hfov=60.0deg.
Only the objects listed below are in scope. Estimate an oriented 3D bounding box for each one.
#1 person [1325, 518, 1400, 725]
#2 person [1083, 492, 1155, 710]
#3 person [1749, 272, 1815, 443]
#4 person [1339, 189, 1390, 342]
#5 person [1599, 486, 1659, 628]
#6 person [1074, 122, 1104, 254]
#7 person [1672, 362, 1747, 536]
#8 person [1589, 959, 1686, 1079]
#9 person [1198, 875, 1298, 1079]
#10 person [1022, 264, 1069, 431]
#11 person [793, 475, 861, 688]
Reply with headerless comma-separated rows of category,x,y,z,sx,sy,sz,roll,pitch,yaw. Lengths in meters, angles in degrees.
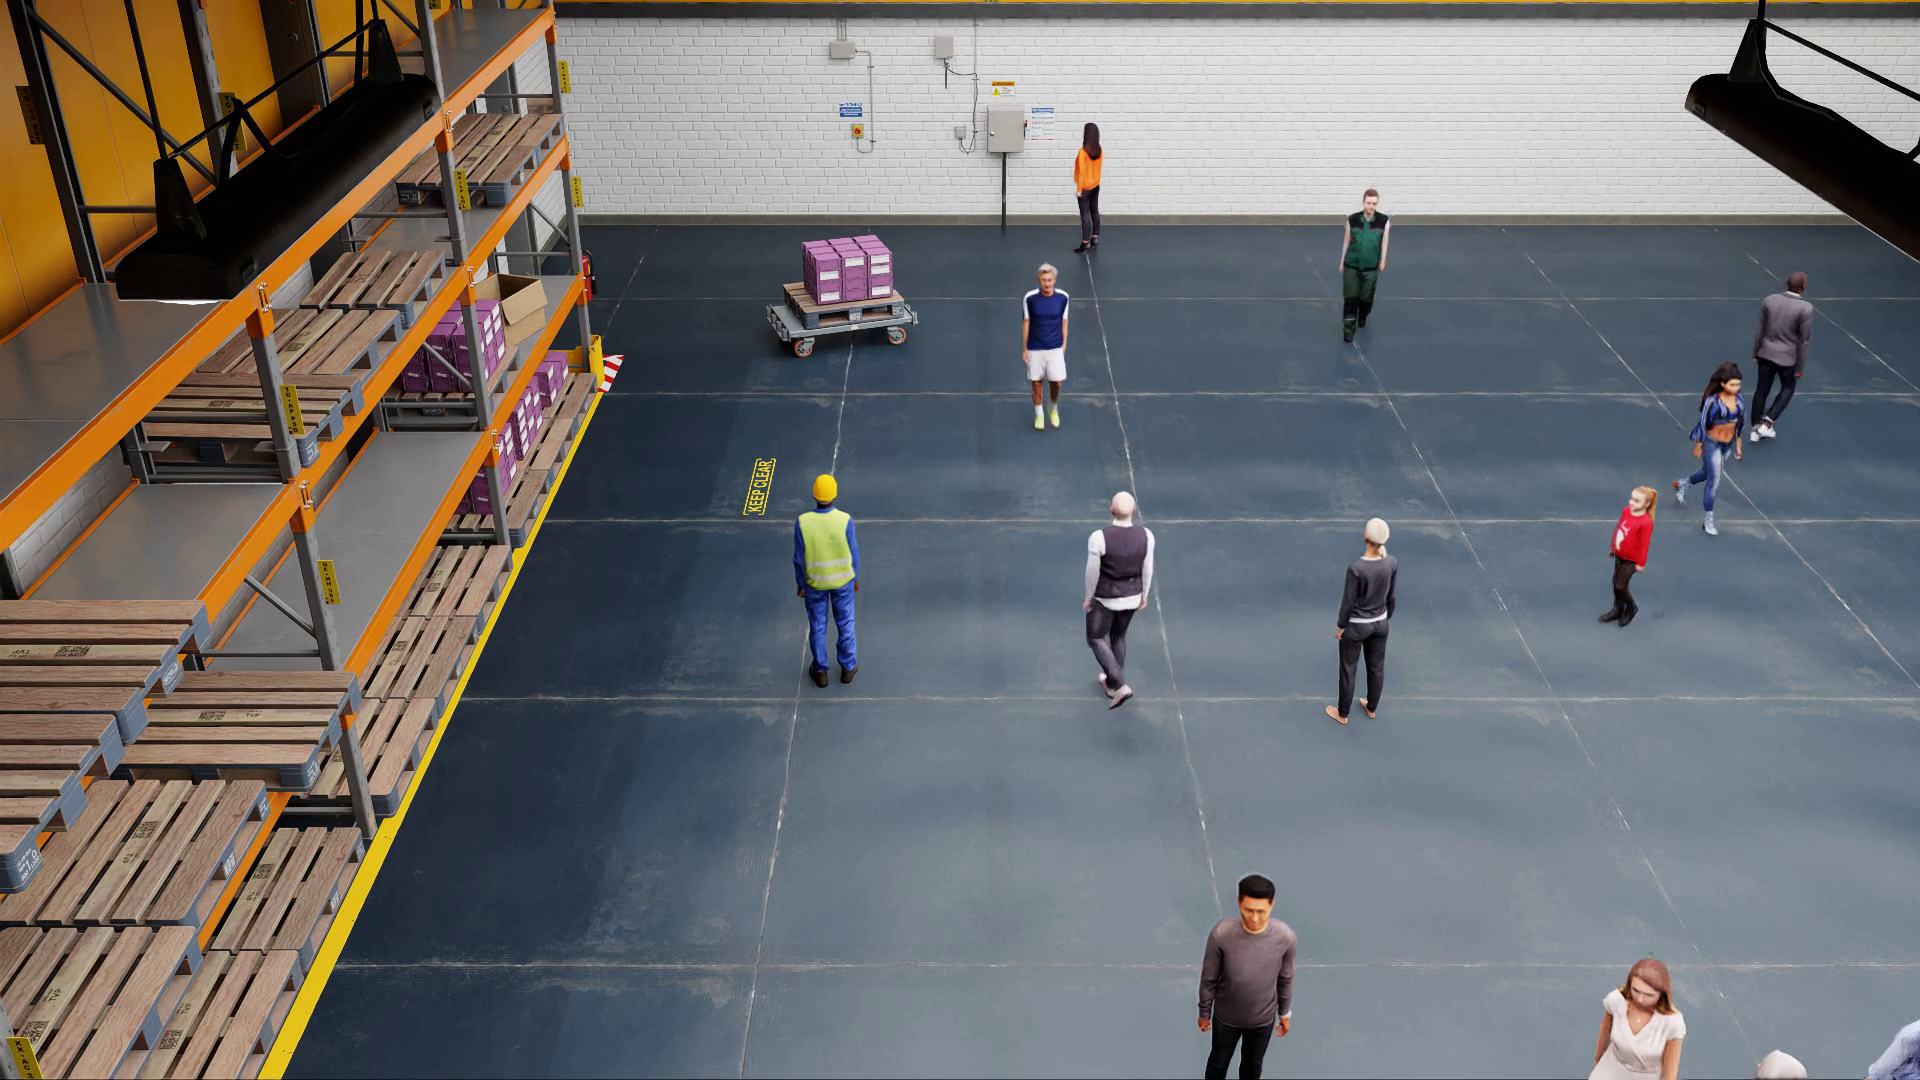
person,3.055,0.605,12.526,0.655,1.727,0.617,-8,30,-15
person,1.202,0.510,12.624,0.875,1.799,1.053,-9,30,-16
person,8.270,-1.826,16.896,0.920,1.809,0.842,-22,36,-35
person,4.709,-3.247,19.485,0.779,1.825,0.901,7,29,13
person,5.628,0.121,13.884,0.608,1.275,0.519,-8,30,-15
person,1.726,-4.720,22.265,0.768,1.749,0.686,21,35,33
person,6.968,-0.891,15.405,0.799,1.595,1.075,-8,30,-15
person,3.519,2.778,8.625,1.006,1.647,1.168,18,33,30
person,1.540,2.523,8.969,0.523,1.766,0.661,0,29,0
person,0.863,-2.029,17.256,0.627,1.821,0.577,-1,29,-2
person,-1.034,0.308,12.980,0.707,1.813,0.631,-5,29,-9
